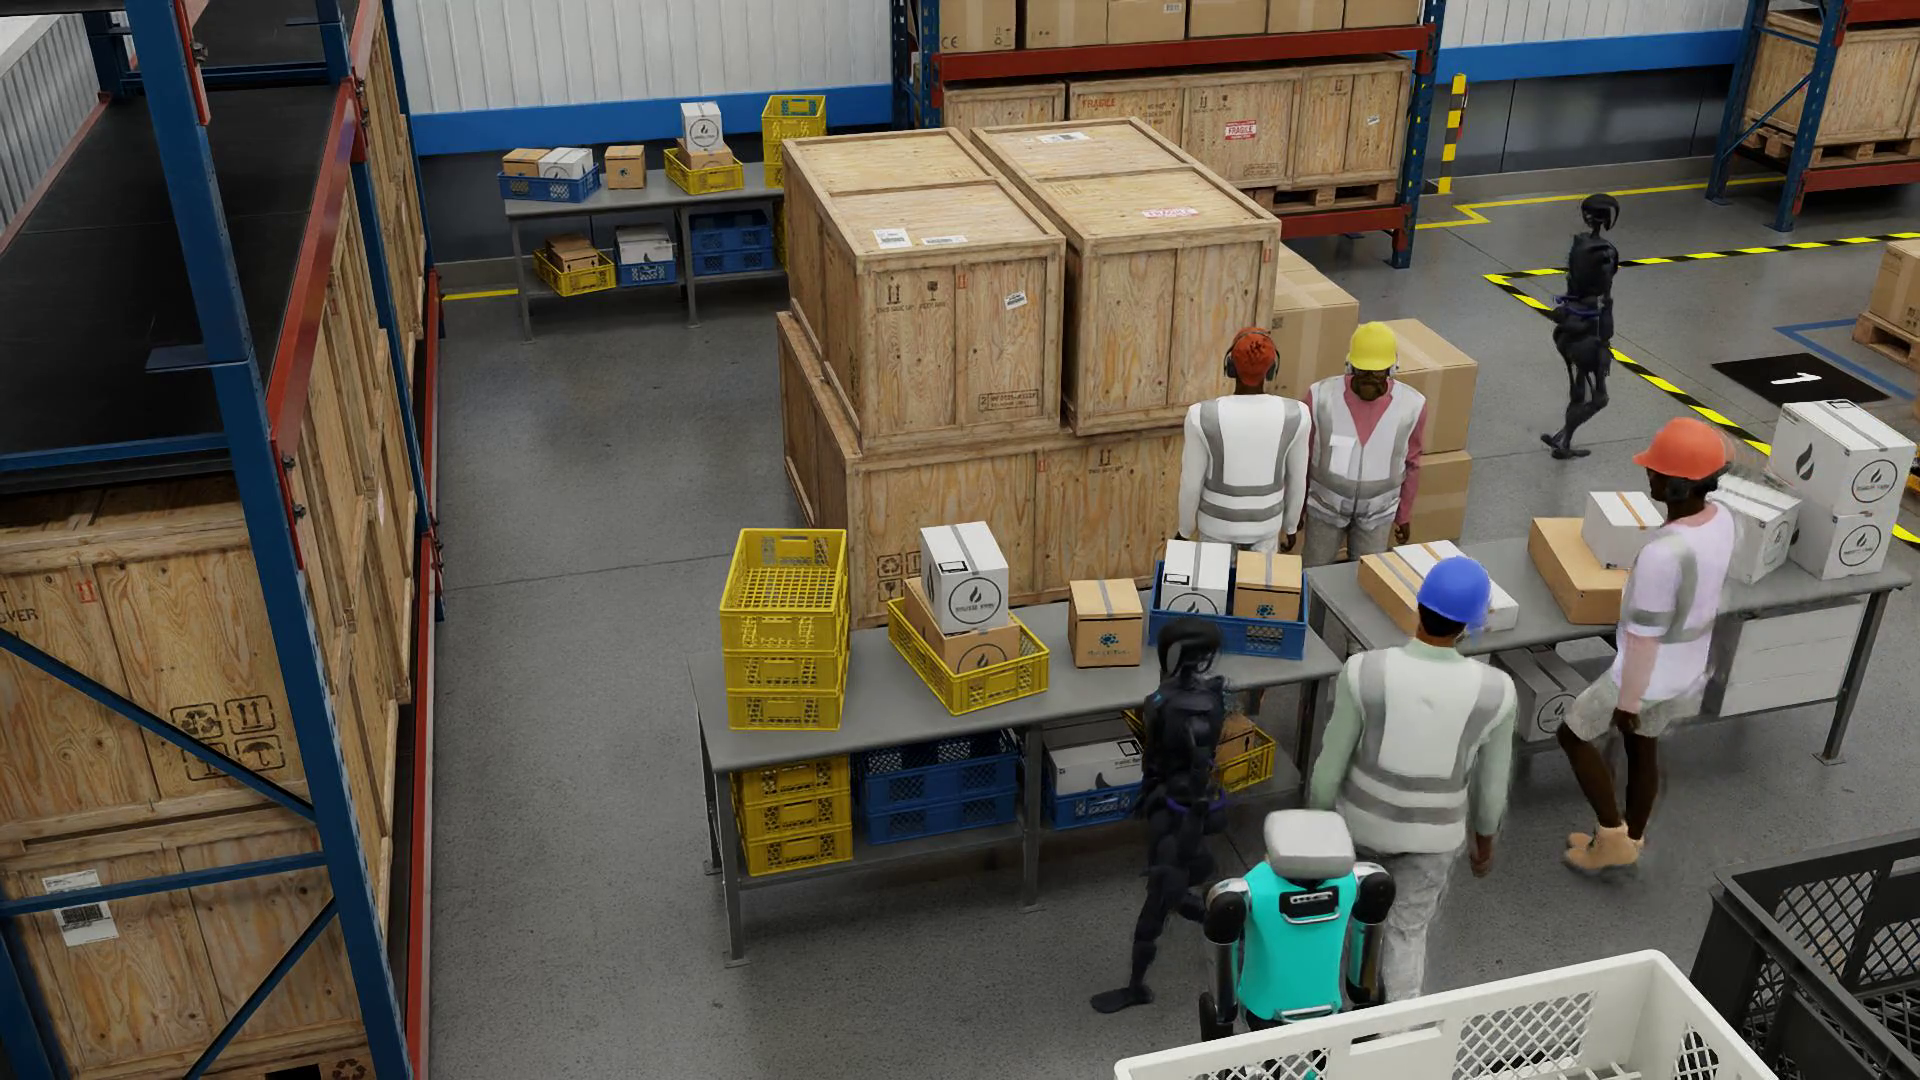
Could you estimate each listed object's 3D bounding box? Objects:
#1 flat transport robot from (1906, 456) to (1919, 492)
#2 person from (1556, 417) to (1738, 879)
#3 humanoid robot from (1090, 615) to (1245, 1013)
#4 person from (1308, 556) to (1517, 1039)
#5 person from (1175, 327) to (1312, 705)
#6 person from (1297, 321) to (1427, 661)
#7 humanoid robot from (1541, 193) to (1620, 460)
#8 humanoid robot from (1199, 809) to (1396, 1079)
[{"bbox_3d":[6.347,-0.425,9.858,1.431,0.197,0.652,-7,30,-13],"label":"flat transport robot"},{"bbox_3d":[2.653,0.461,6.463,0.614,2.028,0.432,-22,36,-34],"label":"person"},{"bbox_3d":[0.806,0.983,5.899,0.634,1.640,0.590,-4,29,-7],"label":"humanoid robot"},{"bbox_3d":[1.531,0.948,5.732,0.666,1.884,0.990,7,30,13],"label":"person"},{"bbox_3d":[1.269,-0.072,7.575,0.571,1.882,0.356,-1,29,-1],"label":"person"},{"bbox_3d":[1.833,-0.159,7.781,0.588,1.834,0.403,4,29,8],"label":"person"},{"bbox_3d":[3.721,-1.254,9.951,0.374,1.642,0.587,-2,29,-4],"label":"humanoid robot"},{"bbox_3d":[0.966,1.604,4.582,0.533,1.690,0.740,-5,29,-9],"label":"humanoid robot"}]
